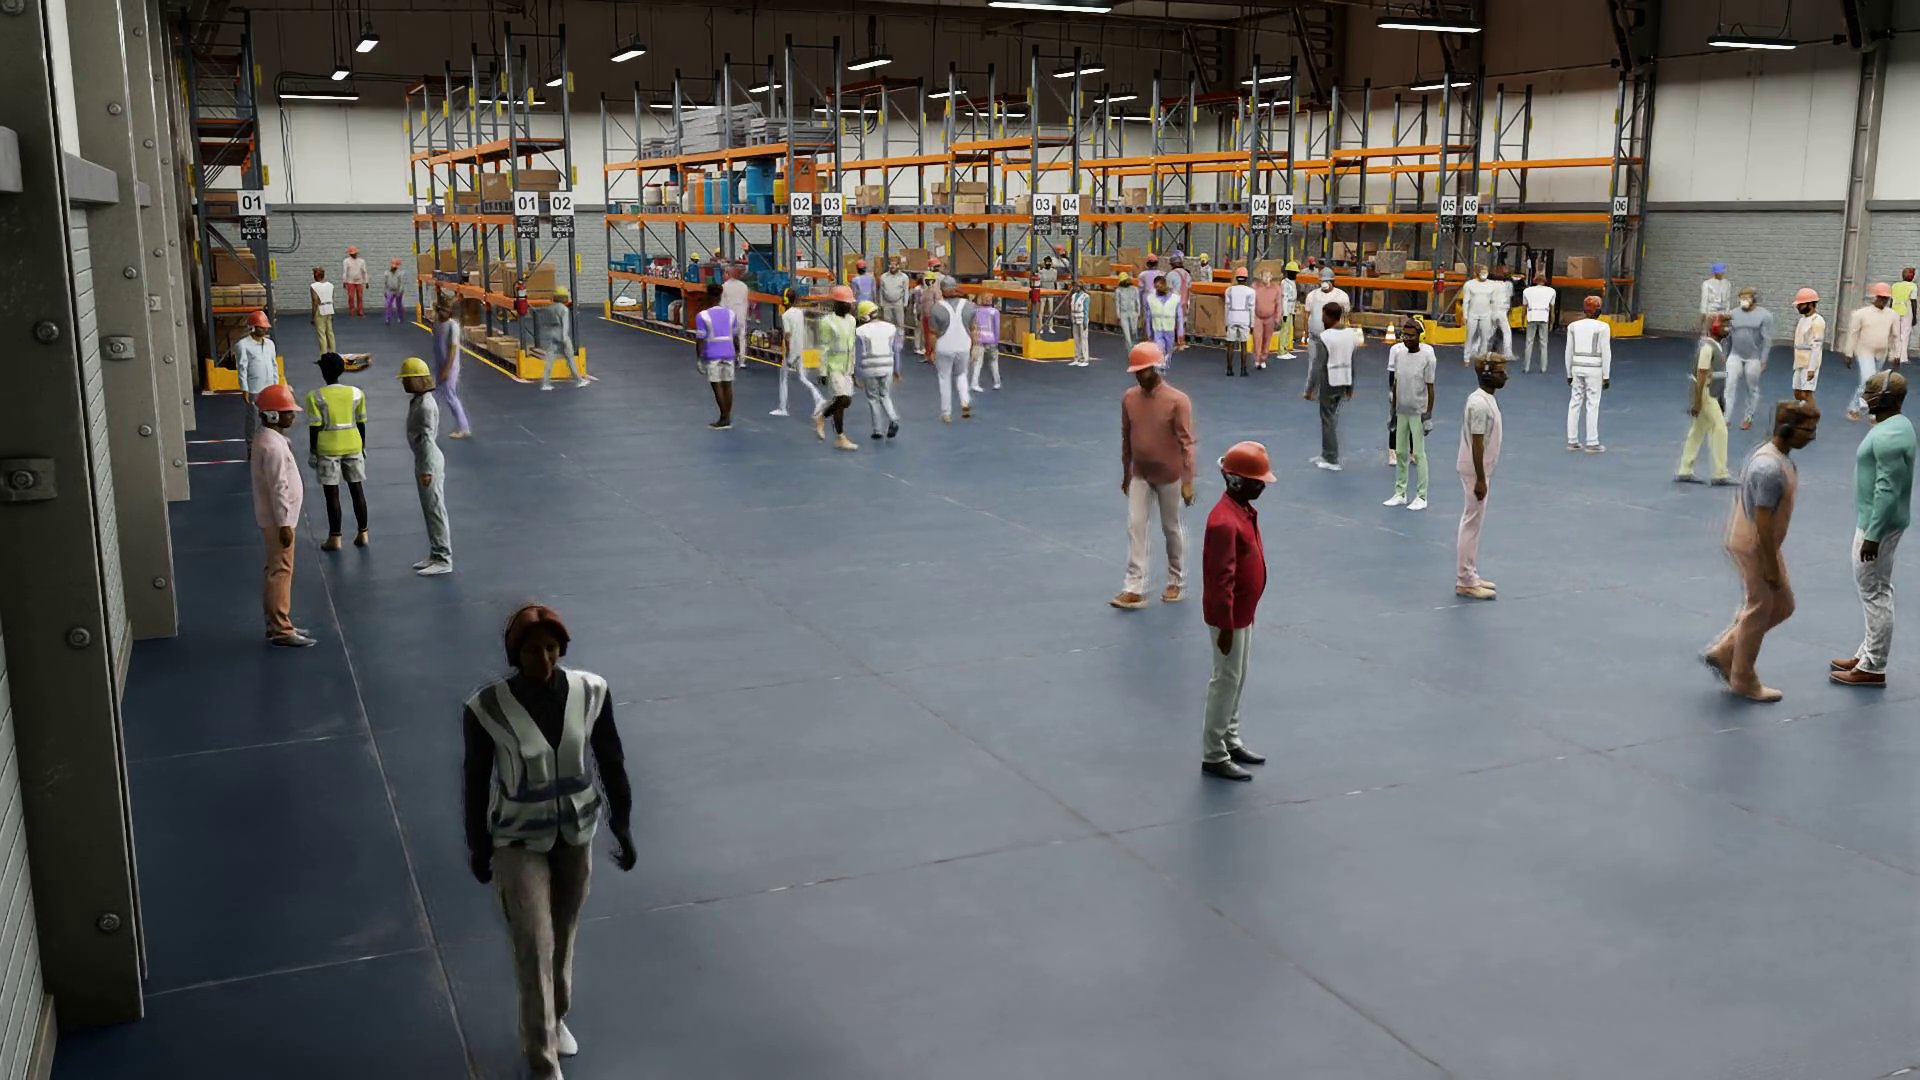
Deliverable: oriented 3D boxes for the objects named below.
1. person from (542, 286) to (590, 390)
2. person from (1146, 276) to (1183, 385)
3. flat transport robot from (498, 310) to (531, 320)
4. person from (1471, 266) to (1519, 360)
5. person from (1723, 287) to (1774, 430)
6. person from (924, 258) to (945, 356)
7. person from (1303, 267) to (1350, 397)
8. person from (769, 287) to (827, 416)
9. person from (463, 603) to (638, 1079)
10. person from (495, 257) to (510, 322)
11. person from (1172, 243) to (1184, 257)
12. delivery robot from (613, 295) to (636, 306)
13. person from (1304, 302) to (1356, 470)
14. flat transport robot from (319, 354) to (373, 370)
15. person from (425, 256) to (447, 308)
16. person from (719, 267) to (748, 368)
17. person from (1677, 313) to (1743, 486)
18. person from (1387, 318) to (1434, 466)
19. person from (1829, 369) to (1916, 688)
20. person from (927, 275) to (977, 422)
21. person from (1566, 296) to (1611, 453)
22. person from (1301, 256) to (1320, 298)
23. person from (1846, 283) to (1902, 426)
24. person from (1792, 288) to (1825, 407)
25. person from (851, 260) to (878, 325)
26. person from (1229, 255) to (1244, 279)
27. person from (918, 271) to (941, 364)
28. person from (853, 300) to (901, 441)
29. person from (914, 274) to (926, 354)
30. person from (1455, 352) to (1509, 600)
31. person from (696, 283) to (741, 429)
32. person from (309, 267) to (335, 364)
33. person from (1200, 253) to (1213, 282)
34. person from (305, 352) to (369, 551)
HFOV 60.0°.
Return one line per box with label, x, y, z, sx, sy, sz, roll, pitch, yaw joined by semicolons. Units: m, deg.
person;-6.541;-3.314;27.283;0.498;1.685;0.924;8;14;35
person;3.382;-3.440;27.546;0.632;1.851;1.017;2;11;8
flat transport robot;-12.040;-6.075;44.916;0.652;0.197;1.431;-1;11;-5
person;10.501;-4.442;32.604;0.897;1.855;0.577;1;11;3
person;10.317;-2.370;21.913;0.650;1.893;0.959;10;15;41
person;-0.472;-4.670;33.406;0.679;1.985;0.408;-8;14;-35
person;5.670;-3.213;25.862;0.688;2.000;0.536;5;12;22
person;-2.301;-2.654;23.554;0.855;1.841;0.521;7;13;31
person;-1.312;1.018;5.460;0.518;1.613;0.729;-8;14;-36
person;-12.170;-6.648;44.152;0.492;1.720;0.740;-5;12;-25
person;7.586;-9.322;57.414;0.429;1.842;0.633;-6;13;-28
delivery robot;-9.602;-6.757;47.418;0.707;0.478;0.477;-11;15;-43
person;4.112;-1.746;18.808;0.613;1.883;0.669;-9;14;-39
flat transport robot;-11.426;-3.331;30.970;0.652;0.197;1.431;-1;11;-7
person;-14.203;-6.851;45.104;0.566;1.740;0.412;0;11;1
person;-4.279;-4.145;31.030;0.658;1.867;0.894;-8;14;-34
person;8.036;-1.474;17.565;0.803;1.816;0.608;7;13;31
person;5.124;-1.680;18.952;0.529;1.694;0.321;-1;11;-4
person;5.585;-0.068;10.137;0.355;1.938;0.636;6;13;30
person;-0.141;-2.655;23.022;0.695;2.000;0.537;-4;12;-18
person;7.586;-1.998;20.087;0.353;1.883;0.572;-8;14;-36
person;9.307;-6.682;44.252;0.586;1.737;0.473;-5;12;-23
person;12.481;-2.540;22.723;0.625;1.941;1.044;0;11;-1
person;10.746;-2.234;21.191;0.386;1.924;0.548;1;11;3
person;-2.032;-4.985;35.314;0.567;1.879;0.997;-5;12;-24
person;7.935;-7.265;47.318;0.578;1.704;0.933;-4;12;-21
person;-0.579;-4.266;31.905;0.297;1.772;0.533;-9;14;-38
person;-1.050;-2.125;20.967;0.634;1.787;0.454;-6;13;-28
person;-0.800;-4.640;34.139;0.309;1.638;0.521;3;12;17
person;3.921;-0.489;12.513;0.351;1.847;0.507;4;12;21
person;-3.236;-2.461;22.297;0.648;1.946;0.440;-7;13;-31
person;-12.207;-4.300;31.880;0.379;1.844;0.570;4;12;18
person;6.314;-6.507;43.125;0.404;1.835;0.586;-4;12;-19
person;-5.334;-0.758;14.261;0.317;1.695;0.540;10;15;42
